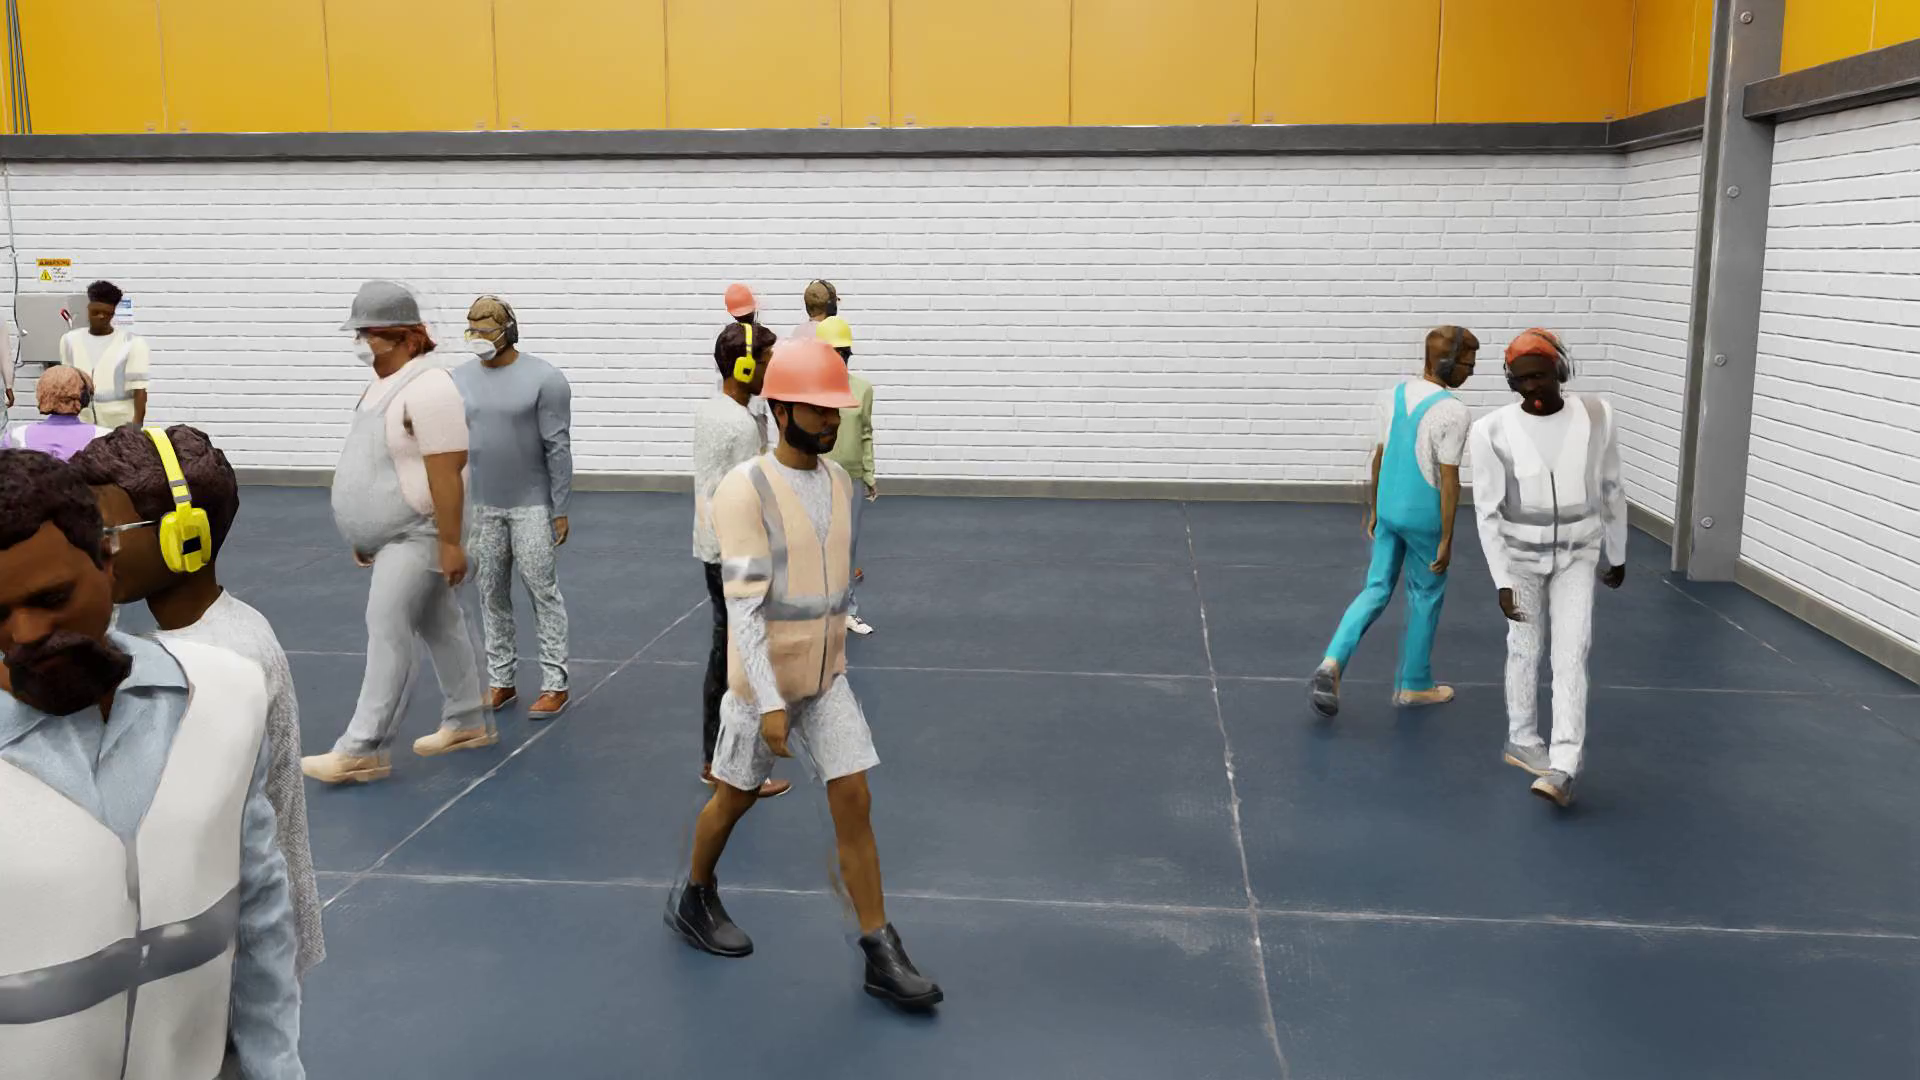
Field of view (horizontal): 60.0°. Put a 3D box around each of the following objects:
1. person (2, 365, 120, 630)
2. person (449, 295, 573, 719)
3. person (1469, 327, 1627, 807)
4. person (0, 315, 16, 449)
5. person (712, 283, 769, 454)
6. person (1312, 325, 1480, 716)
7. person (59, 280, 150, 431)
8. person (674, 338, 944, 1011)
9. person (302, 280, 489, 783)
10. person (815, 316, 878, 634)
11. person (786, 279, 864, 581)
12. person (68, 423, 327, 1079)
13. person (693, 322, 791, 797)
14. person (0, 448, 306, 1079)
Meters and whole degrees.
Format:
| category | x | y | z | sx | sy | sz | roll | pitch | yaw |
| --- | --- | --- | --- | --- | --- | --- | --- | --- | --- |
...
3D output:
| category | x | y | z | sx | sy | sz | roll | pitch | yaw |
| --- | --- | --- | --- | --- | --- | --- | --- | --- | --- |
| person | -3.887 | 0.050 | 7.301 | 0.524 | 1.631 | 0.319 | -3 | 10 | -14 |
| person | -2.064 | -0.146 | 7.589 | 0.634 | 1.928 | 0.381 | 2 | 10 | 11 |
| person | 2.278 | 0.101 | 6.434 | 0.635 | 1.830 | 0.838 | 2 | 10 | 10 |
| person | -8.327 | -1.289 | 14.063 | 0.604 | 1.947 | 0.387 | -7 | 12 | -34 |
| person | -1.564 | -0.986 | 12.519 | 0.427 | 1.881 | 0.766 | 6 | 11 | 29 |
| person | 1.992 | -0.066 | 7.496 | 0.808 | 1.800 | 0.591 | -7 | 12 | -34 |
| person | -5.774 | -0.780 | 11.216 | 0.636 | 1.919 | 0.804 | -1 | 10 | -5 |
| person | -0.497 | 0.367 | 4.779 | 1.012 | 1.892 | 0.545 | 9 | 13 | 40 |
| person | -2.359 | -0.060 | 6.753 | 0.937 | 2.000 | 0.705 | -6 | 12 | -33 |
| person | -0.688 | -0.336 | 9.119 | 0.524 | 1.769 | 0.314 | -6 | 12 | -33 |
| person | -0.882 | -0.693 | 10.669 | 0.370 | 1.940 | 0.631 | -7 | 12 | -34 |
| person | -1.225 | 0.730 | 2.761 | 0.321 | 1.860 | 0.517 | -5 | 11 | -26 |
| person | -0.854 | 0.088 | 6.453 | 0.344 | 1.856 | 0.526 | -5 | 11 | -27 |
| person | -1.195 | 0.801 | 2.266 | 0.392 | 1.893 | 0.626 | 6 | 11 | 30 |
